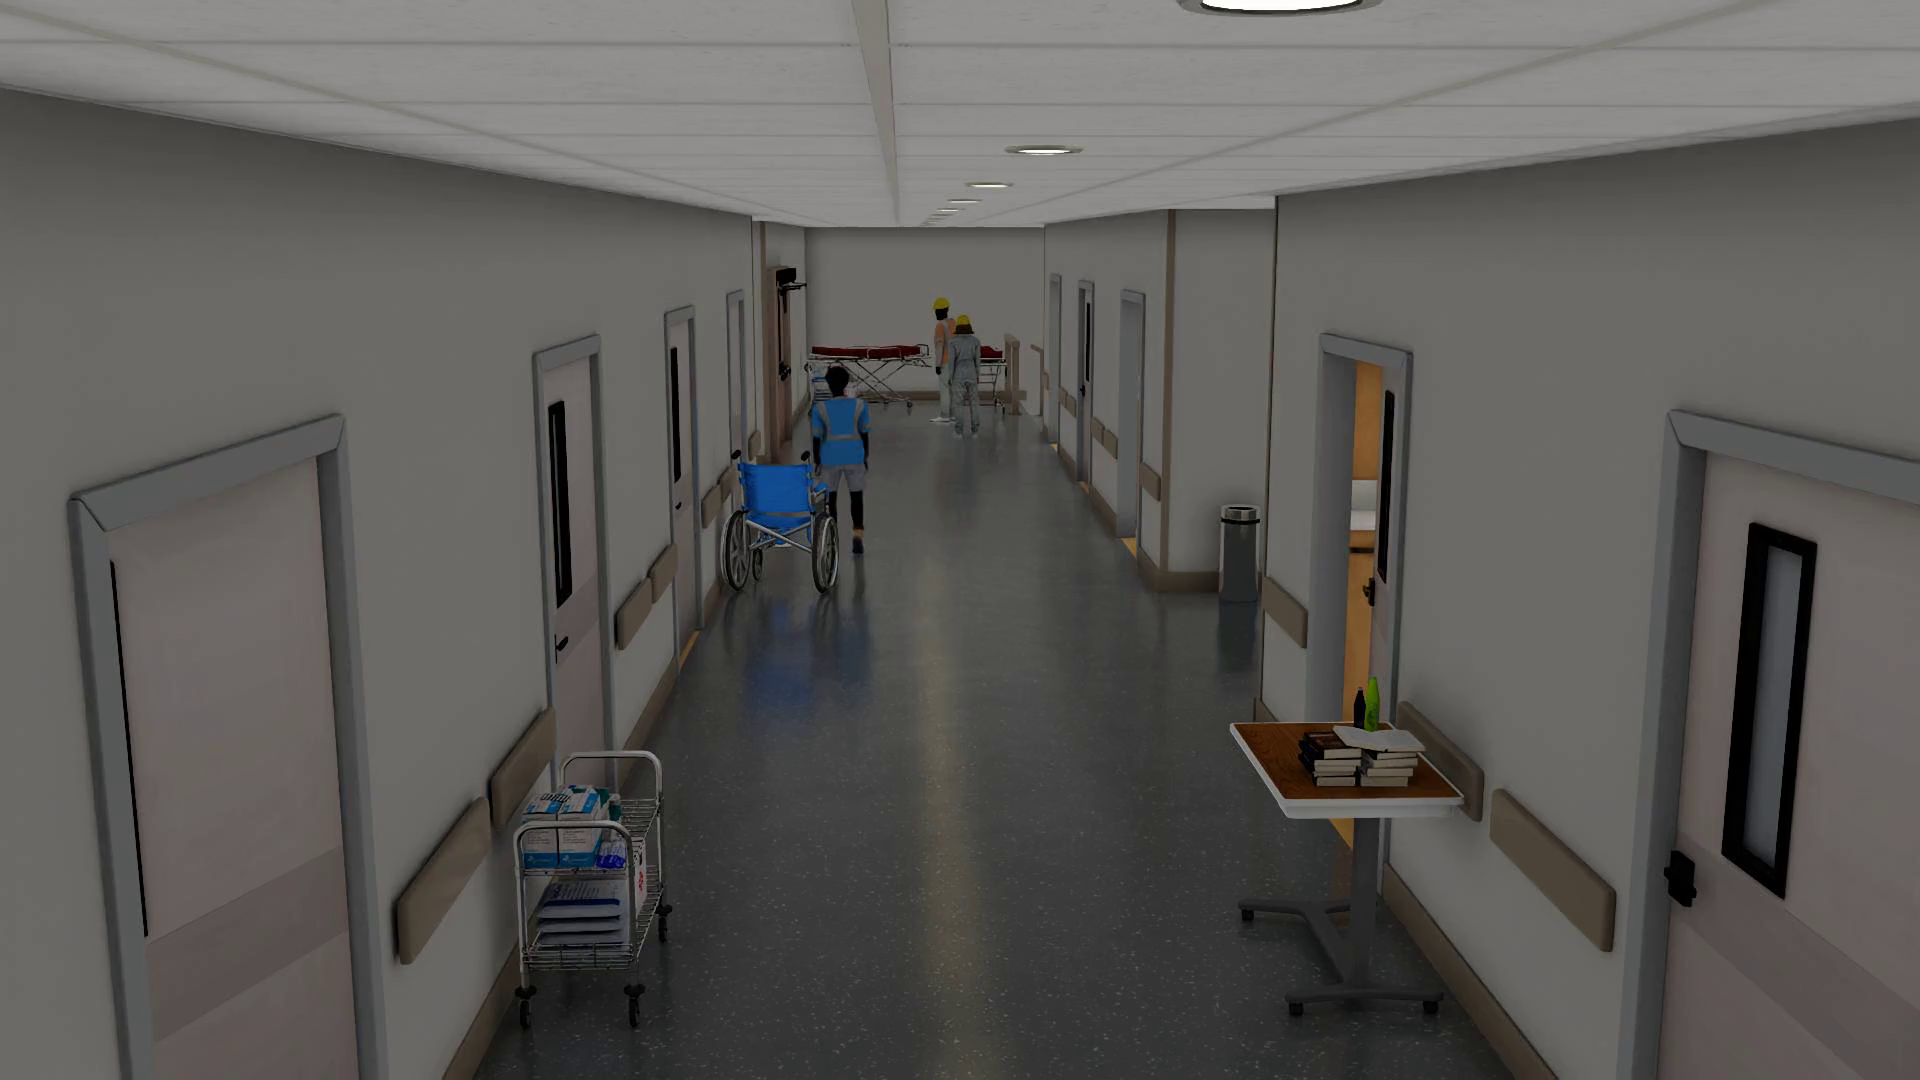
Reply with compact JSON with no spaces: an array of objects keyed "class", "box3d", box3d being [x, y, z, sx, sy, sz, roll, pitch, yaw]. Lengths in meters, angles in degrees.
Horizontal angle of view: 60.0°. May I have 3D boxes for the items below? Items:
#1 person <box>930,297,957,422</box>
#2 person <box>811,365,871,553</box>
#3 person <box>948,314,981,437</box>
[{"class":"person","box3d":[-0.248,-2.774,25.662,0.393,1.918,0.585,5,11,25]},{"class":"person","box3d":[-1.065,-0.714,14.827,0.557,1.692,0.521,-2,10,-10]},{"class":"person","box3d":[0.053,-2.340,23.734,0.487,1.741,0.313,-3,11,-15]}]
